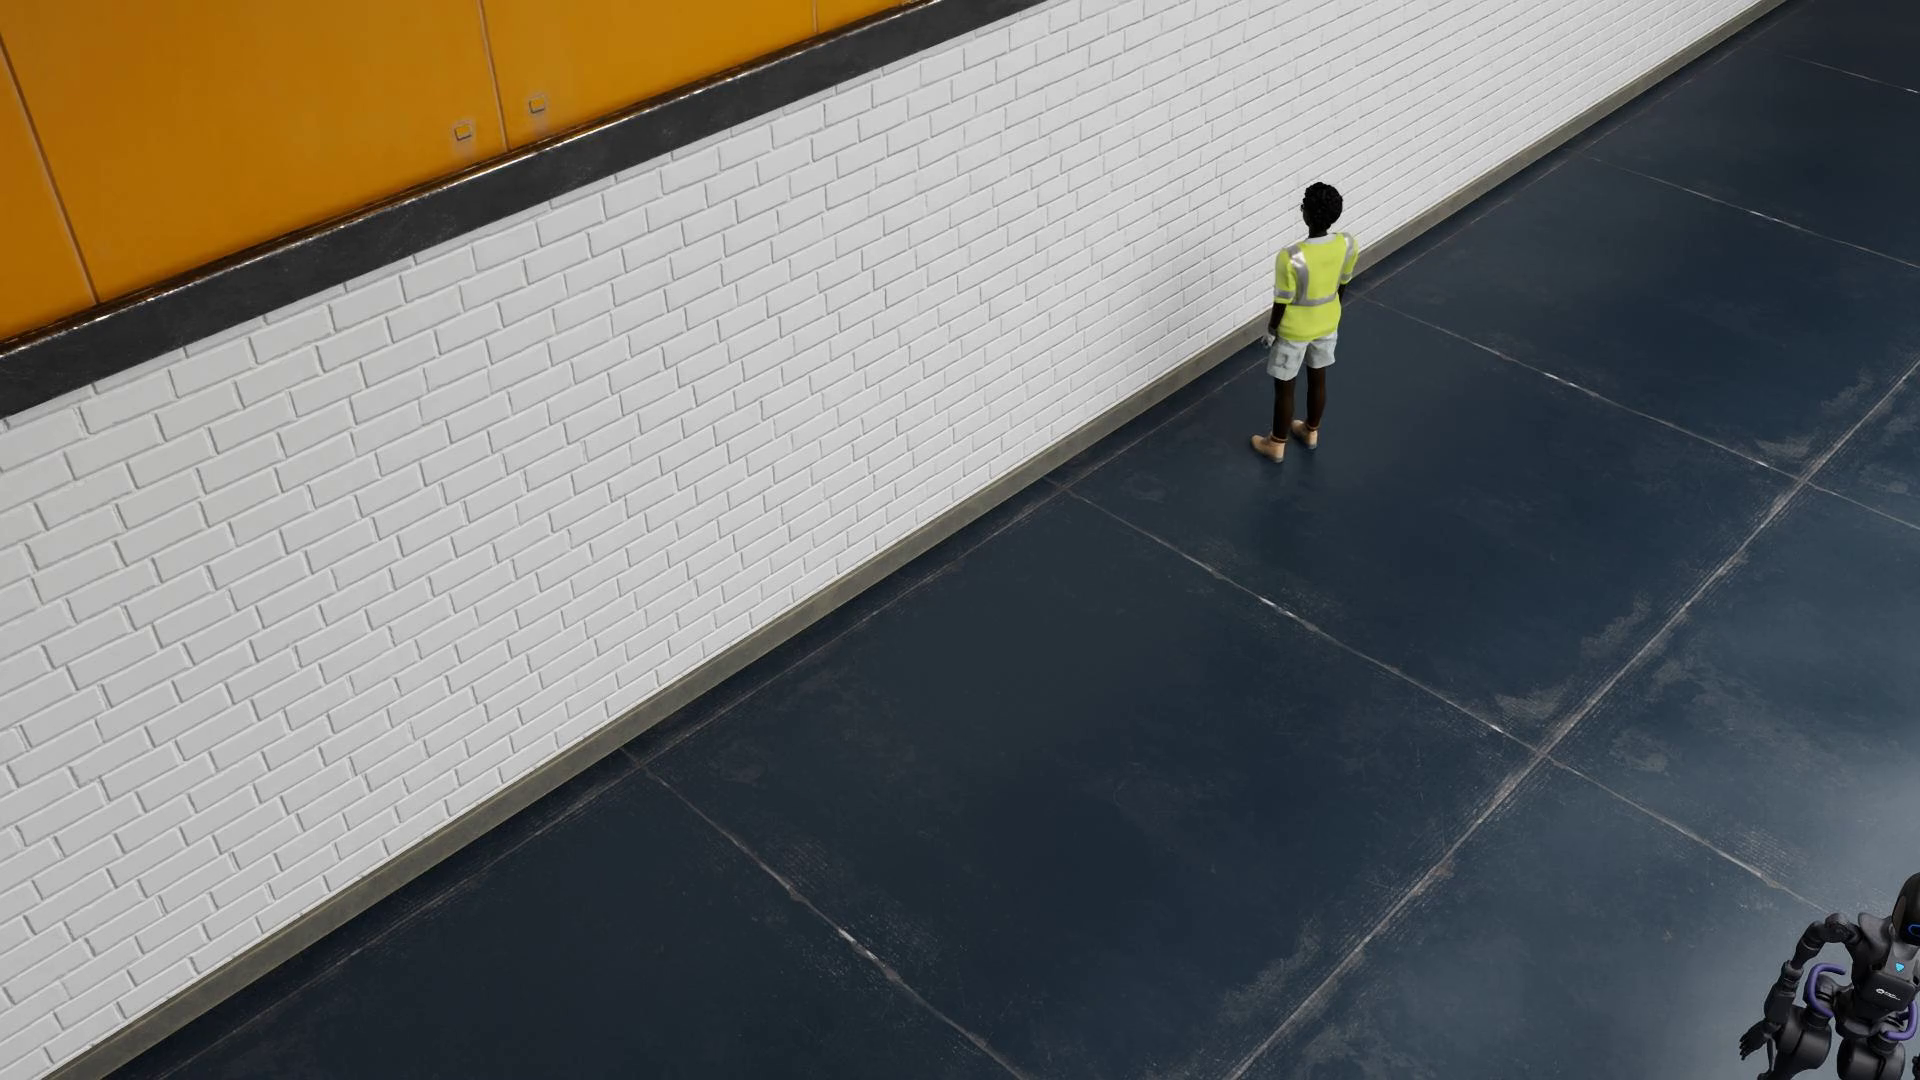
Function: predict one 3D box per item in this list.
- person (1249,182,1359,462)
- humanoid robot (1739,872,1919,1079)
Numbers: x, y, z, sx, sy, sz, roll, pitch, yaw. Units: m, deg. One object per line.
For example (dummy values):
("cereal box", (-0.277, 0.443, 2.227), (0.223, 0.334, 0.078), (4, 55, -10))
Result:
("person", (1.918, -1.203, 9.279), (0.534, 1.696, 0.318), (-19, 42, -22))
("humanoid robot", (3.020, 1.701, 5.654), (0.599, 1.657, 0.315), (17, 42, 20))
